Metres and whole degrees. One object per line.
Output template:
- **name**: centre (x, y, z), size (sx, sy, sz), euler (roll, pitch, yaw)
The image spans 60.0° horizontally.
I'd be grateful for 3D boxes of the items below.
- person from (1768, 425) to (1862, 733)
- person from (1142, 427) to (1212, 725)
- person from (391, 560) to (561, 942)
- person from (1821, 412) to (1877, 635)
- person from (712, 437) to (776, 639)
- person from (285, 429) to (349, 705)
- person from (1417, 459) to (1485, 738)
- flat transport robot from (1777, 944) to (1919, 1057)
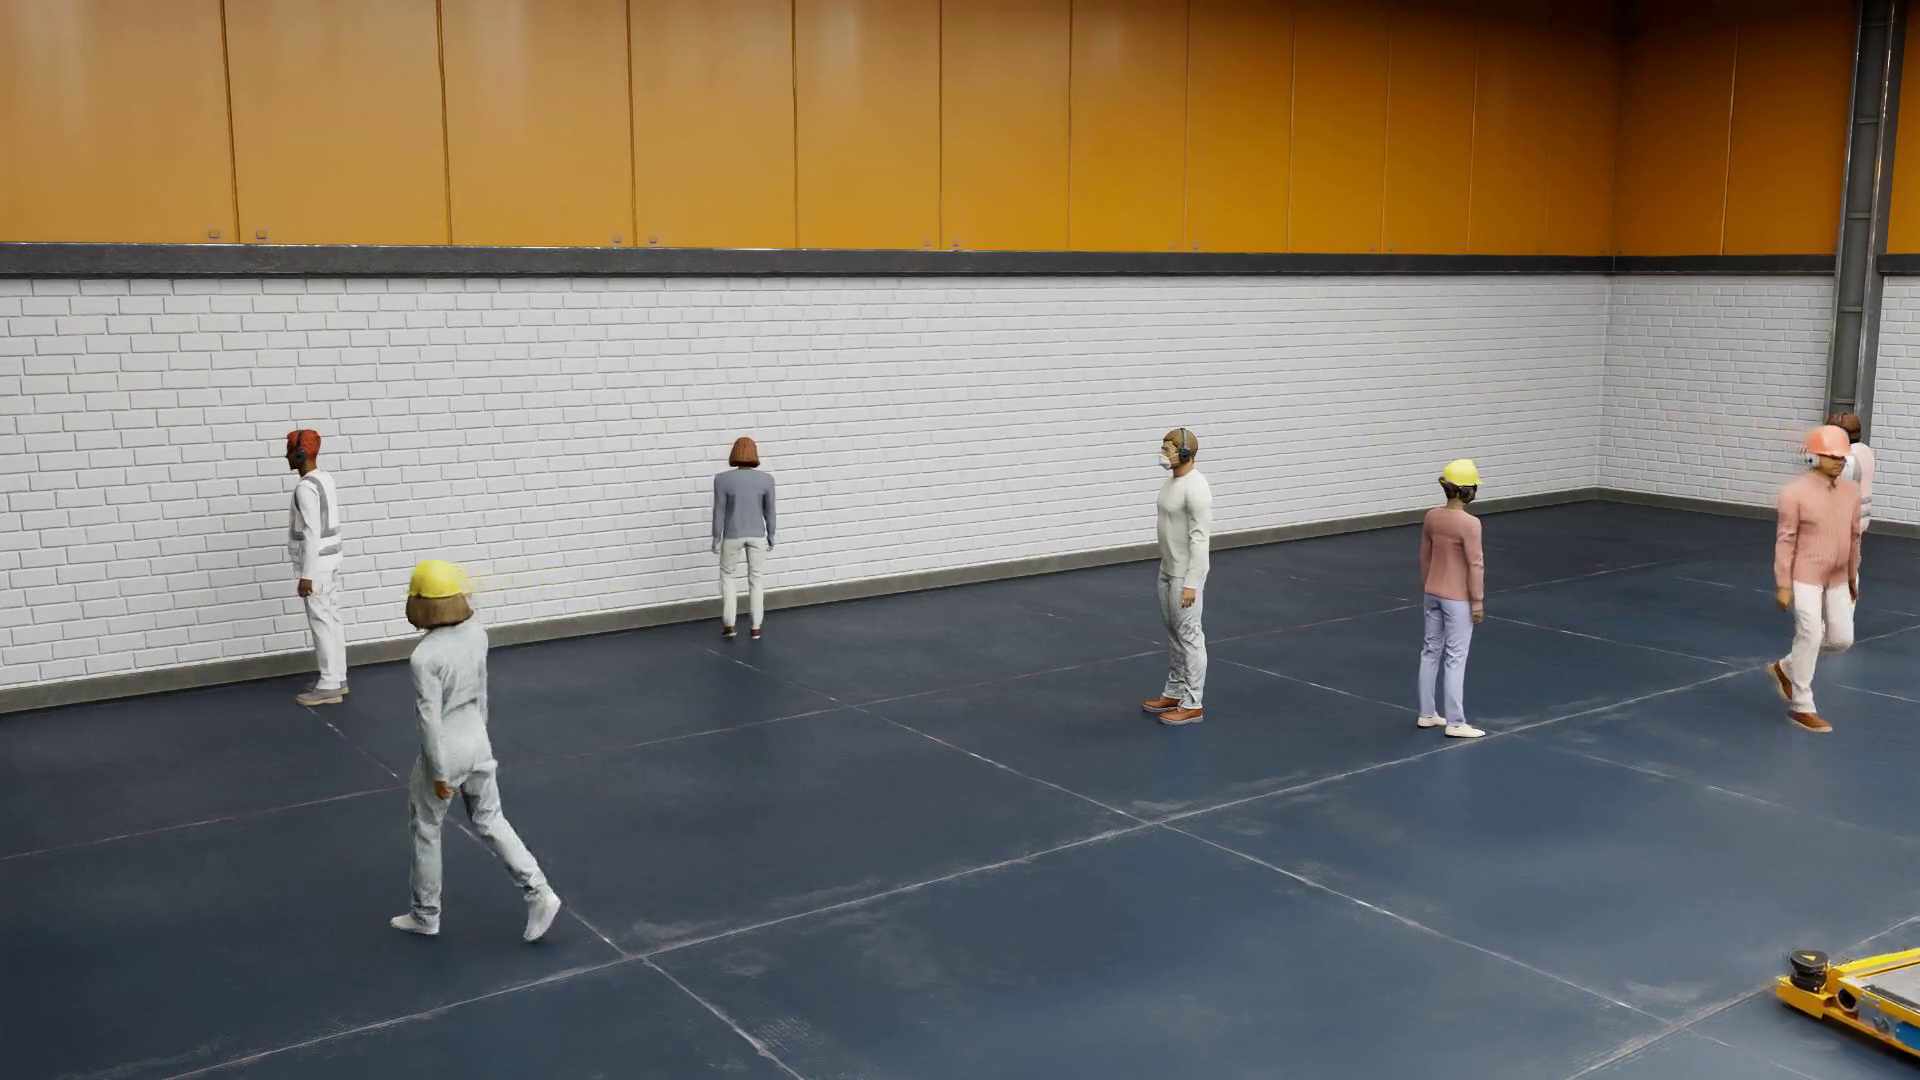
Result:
- **person**: centre (5.504, 0.231, 10.759), size (0.633, 1.973, 0.571), euler (-3, 10, -17)
- **person**: centre (1.438, 0.231, 10.873), size (0.373, 1.940, 0.628), euler (-2, 9, -11)
- **person**: centre (-2.160, 0.930, 7.265), size (0.789, 1.713, 0.484), euler (4, 10, 25)
- **person**: centre (6.957, -0.093, 13.188), size (0.623, 1.839, 0.429), euler (-8, 12, -42)
- **person**: centre (-1.723, -0.010, 13.307), size (0.528, 1.627, 0.283), euler (-3, 10, -19)
- **person**: centre (-4.397, 0.180, 11.355), size (0.337, 1.882, 0.585), euler (-1, 9, -7)
- **person**: centre (3.132, 0.366, 10.567), size (0.324, 1.769, 0.523), euler (-4, 10, -23)
- **flat transport robot**: centre (3.860, 1.829, 6.149), size (0.652, 0.197, 1.431), euler (-4, 10, -23)
